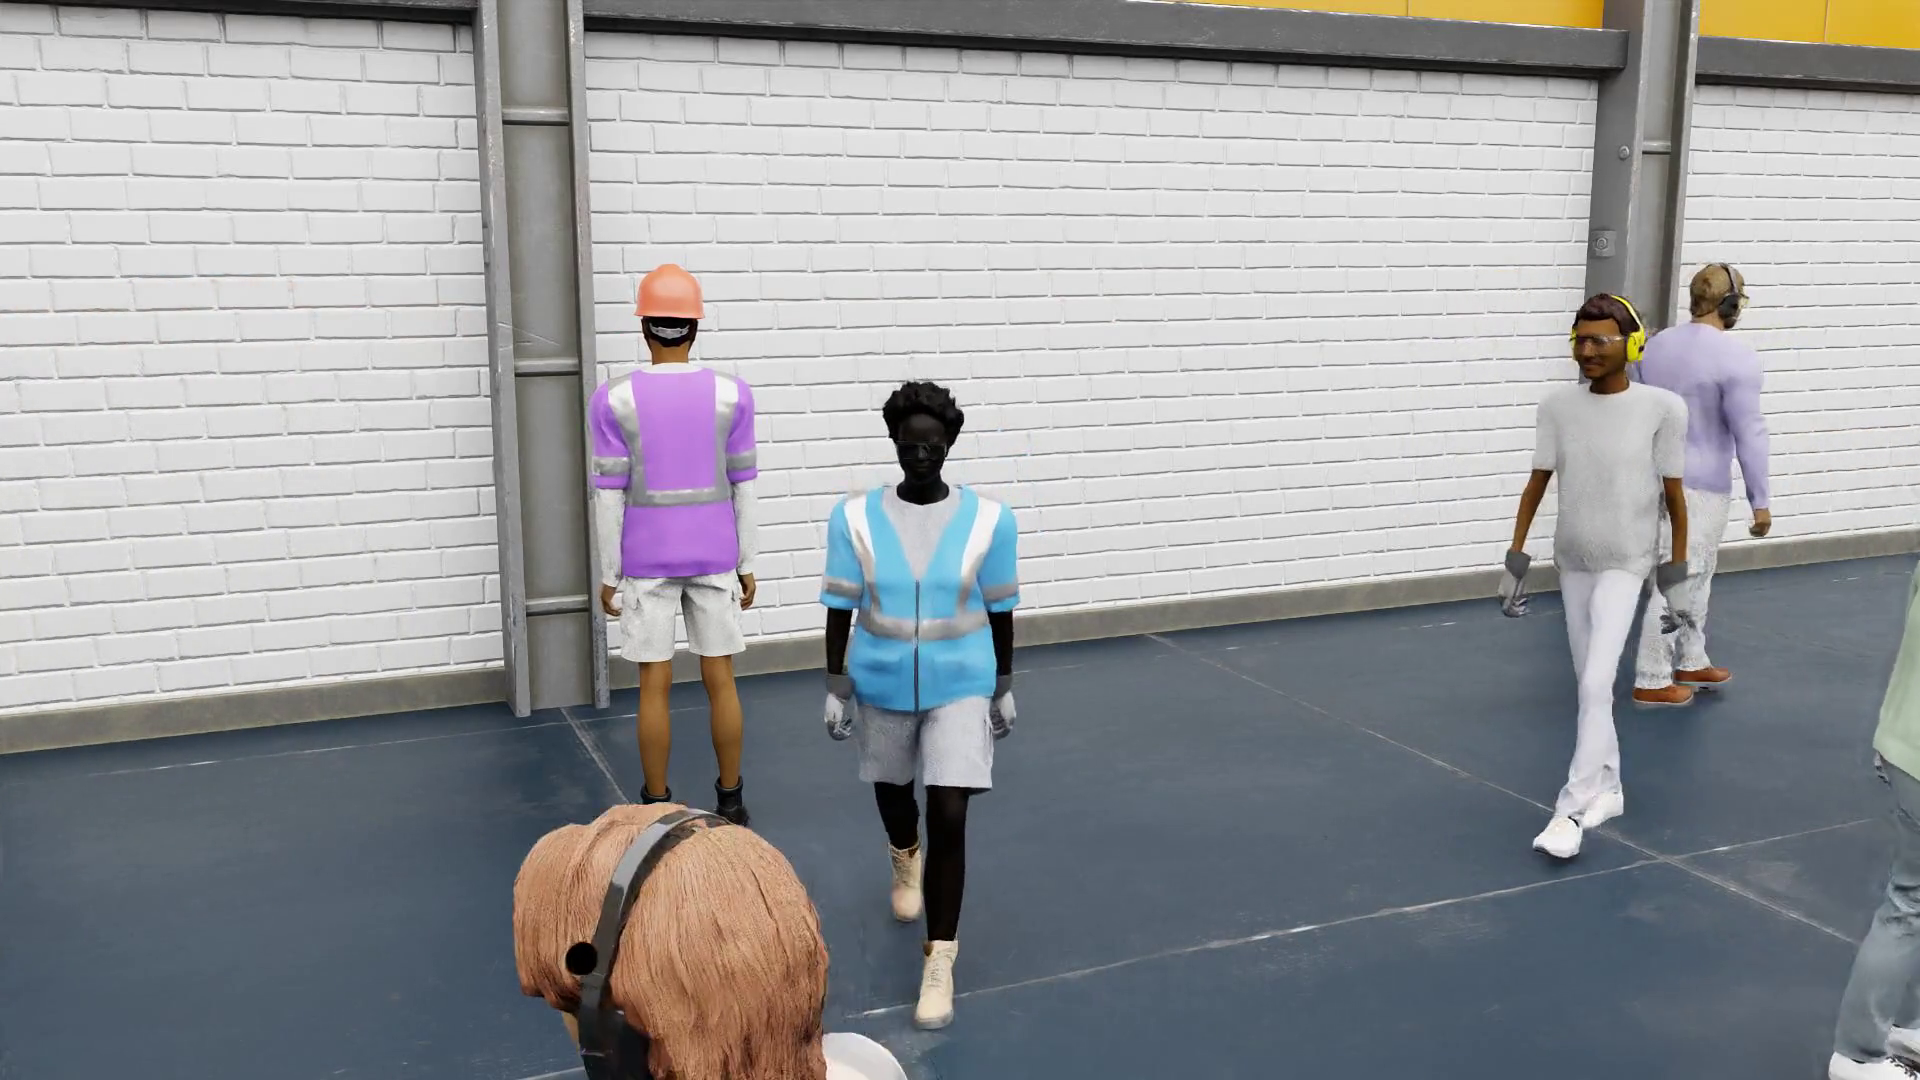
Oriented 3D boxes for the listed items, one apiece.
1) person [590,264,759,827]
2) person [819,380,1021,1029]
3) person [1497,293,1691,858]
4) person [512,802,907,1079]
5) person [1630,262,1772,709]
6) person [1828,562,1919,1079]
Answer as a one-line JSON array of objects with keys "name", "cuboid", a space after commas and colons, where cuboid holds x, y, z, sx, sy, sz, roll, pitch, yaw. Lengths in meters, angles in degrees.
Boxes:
[{"name": "person", "cuboid": [-0.943, 0.060, 5.553, 0.542, 1.938, 0.358, -3, 11, -17]}, {"name": "person", "cuboid": [-0.104, 0.377, 4.575, 0.538, 1.663, 0.853, 1, 10, 5]}, {"name": "person", "cuboid": [2.046, 0.119, 5.493, 0.881, 1.832, 0.567, -9, 14, -42]}, {"name": "person", "cuboid": [-0.132, 0.989, 1.349, 0.820, 1.606, 0.507, 6, 12, 32]}, {"name": "person", "cuboid": [3.238, -0.219, 7.138, 0.758, 1.914, 0.662, -3, 11, -16]}, {"name": "person", "cuboid": [2.279, 0.539, 3.799, 0.456, 1.604, 0.525, 3, 11, 16]}]
